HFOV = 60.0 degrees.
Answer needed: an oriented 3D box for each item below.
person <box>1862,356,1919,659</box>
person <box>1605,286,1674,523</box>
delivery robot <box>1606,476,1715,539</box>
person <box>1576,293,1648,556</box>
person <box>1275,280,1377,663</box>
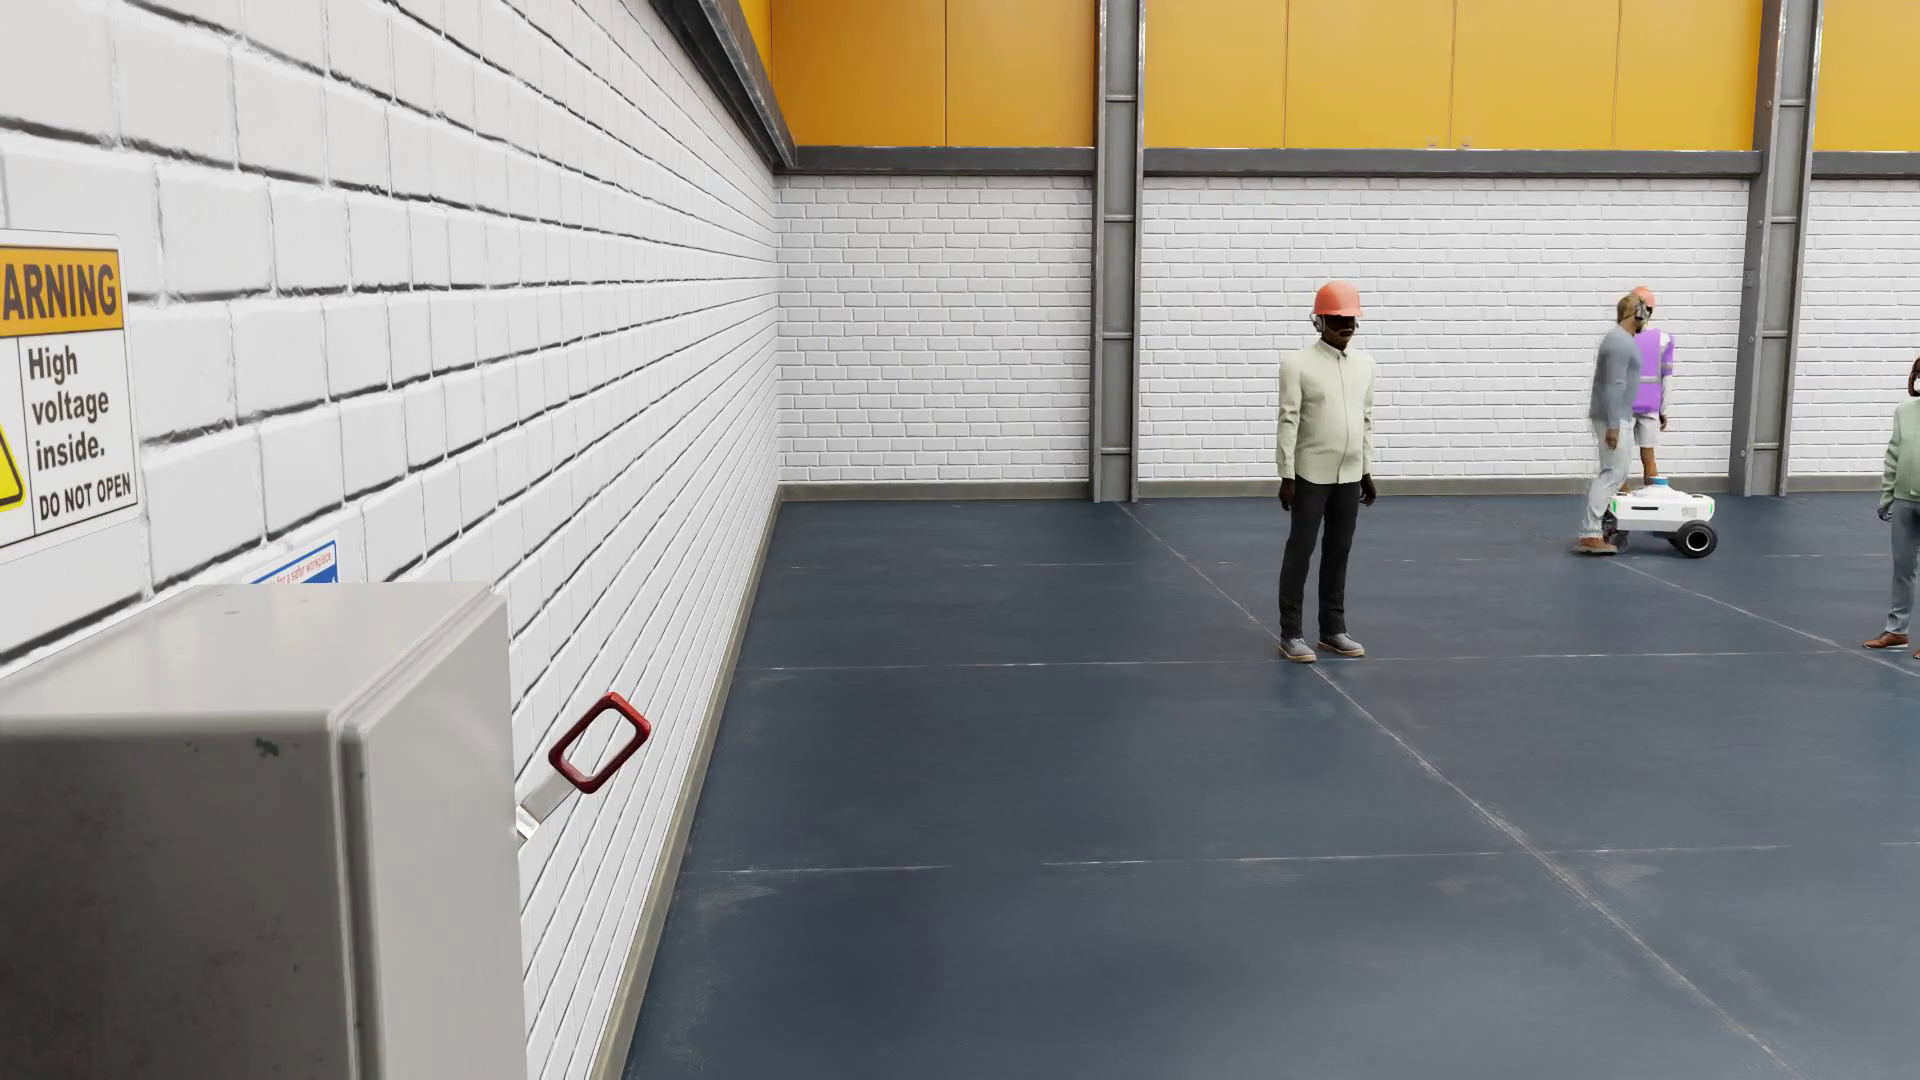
[{"bbox_3d":[5.111,-0.189,8.822,0.278,1.633,0.507,-4,10,-22],"label":"person"},{"bbox_3d":[5.460,-1.081,13.472,0.551,1.934,0.373,0,9,2],"label":"person"},{"bbox_3d":[5.077,-0.219,12.090,0.707,0.478,0.477,2,9,13],"label":"delivery robot"},{"bbox_3d":[4.784,-0.846,12.144,0.394,1.893,0.762,4,10,25],"label":"person"},{"bbox_3d":[1.938,-0.355,8.733,0.623,1.992,0.396,-4,10,-26],"label":"person"}]
